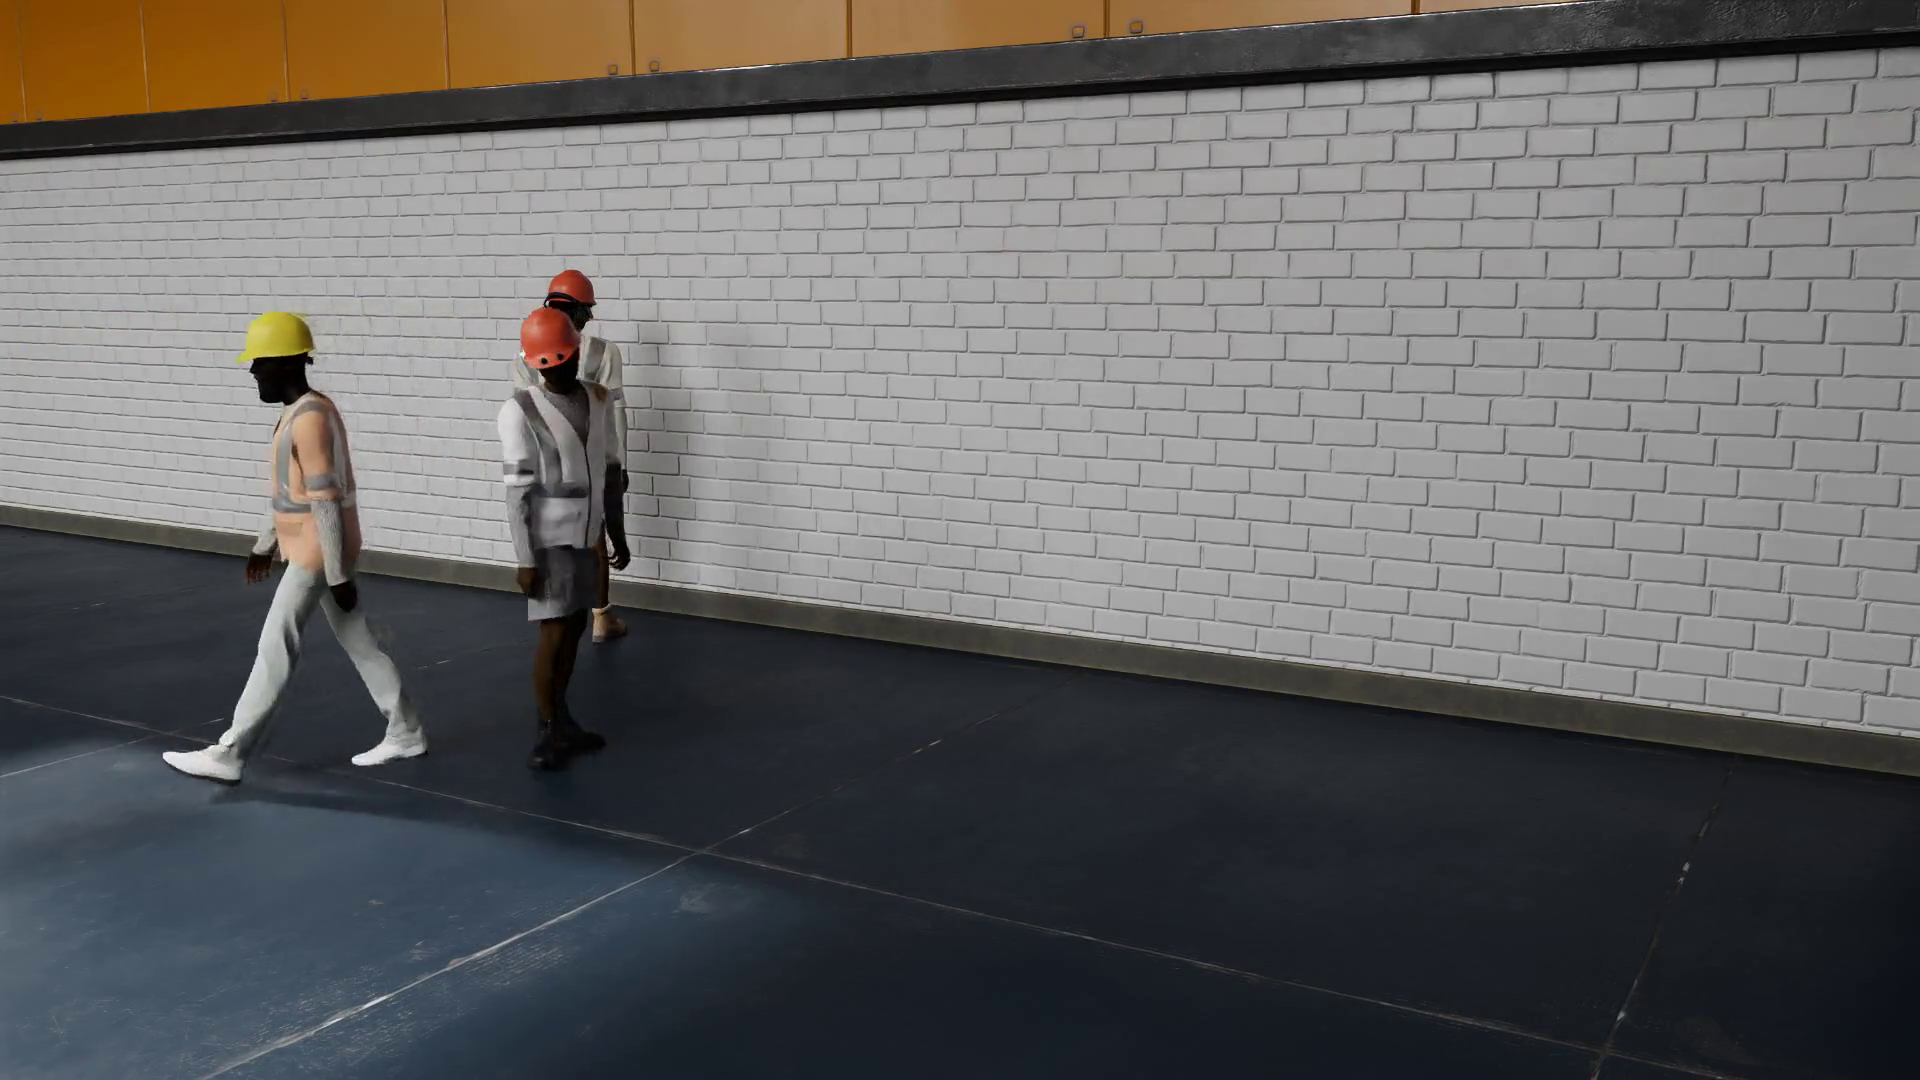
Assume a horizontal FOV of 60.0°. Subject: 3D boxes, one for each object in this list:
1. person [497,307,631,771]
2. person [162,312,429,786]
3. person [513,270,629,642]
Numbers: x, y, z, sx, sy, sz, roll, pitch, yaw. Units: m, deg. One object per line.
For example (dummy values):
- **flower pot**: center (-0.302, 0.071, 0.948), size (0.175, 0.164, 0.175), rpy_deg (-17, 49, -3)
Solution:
- **person**: center (-1.645, -0.006, 6.839), size (0.500, 1.888, 0.595), rpy_deg (5, 11, 31)
- **person**: center (-2.642, 0.040, 6.612), size (1.009, 1.868, 0.598), rpy_deg (-3, 10, -19)
- **person**: center (-2.119, -0.454, 9.150), size (0.614, 2.041, 0.390), rpy_deg (1, 9, 4)
